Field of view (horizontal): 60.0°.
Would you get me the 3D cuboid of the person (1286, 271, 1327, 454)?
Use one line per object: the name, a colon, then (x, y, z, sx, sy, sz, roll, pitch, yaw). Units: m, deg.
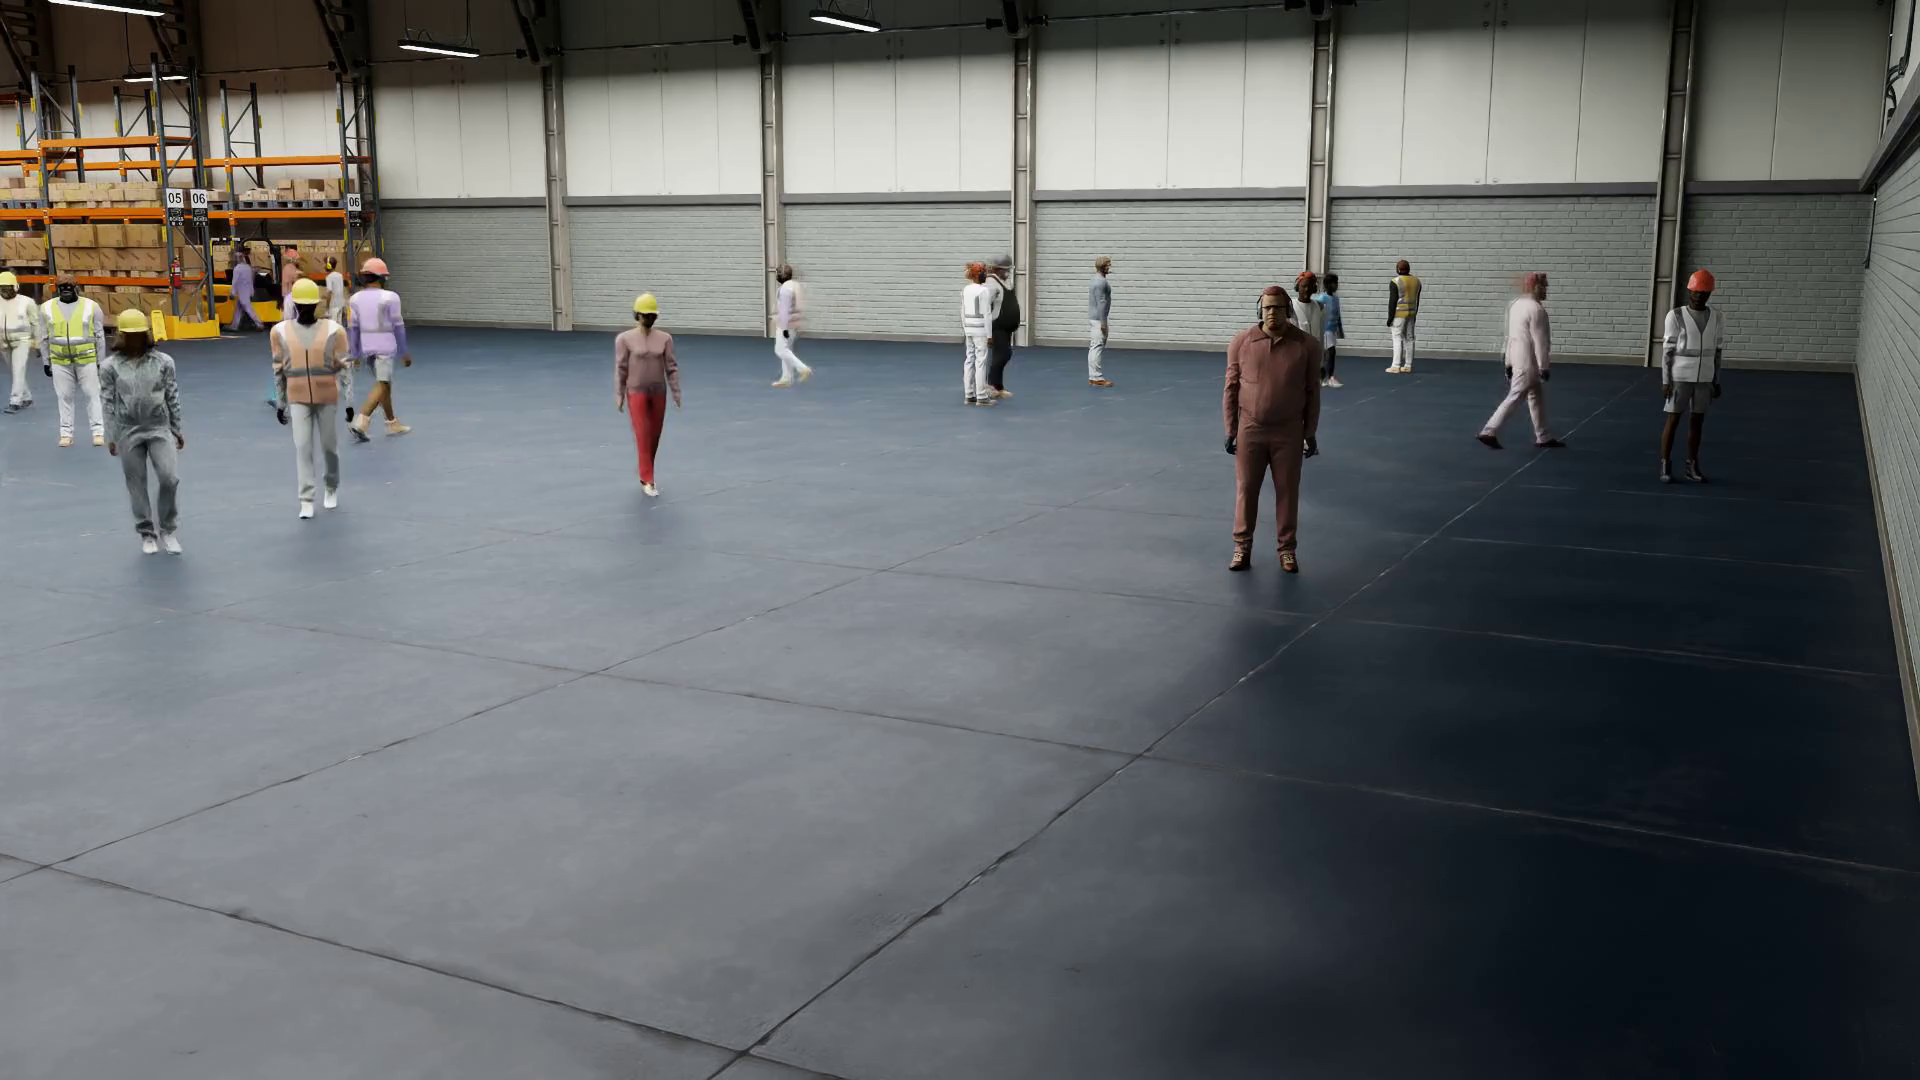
person: (3.493, -1.804, 17.014, 0.574, 1.881, 0.357, -5, 11, -23)

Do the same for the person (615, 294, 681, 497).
person: (-2.732, -1.267, 14.569, 0.538, 1.749, 0.770, -6, 12, -30)

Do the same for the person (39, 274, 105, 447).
person: (-9.440, -1.906, 17.710, 0.626, 1.835, 0.429, -3, 11, -17)

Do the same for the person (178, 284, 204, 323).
person: (-17.873, -5.613, 38.541, 0.811, 1.609, 0.518, 5, 12, 26)

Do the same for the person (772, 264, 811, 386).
person: (-2.507, -3.161, 24.578, 0.549, 1.824, 0.632, 2, 11, 10)

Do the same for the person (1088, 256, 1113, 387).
person: (2.084, -3.247, 24.728, 0.371, 1.940, 0.627, -1, 10, -3)

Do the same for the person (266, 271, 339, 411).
person: (-8.428, -2.508, 21.087, 0.923, 1.805, 0.574, -1, 10, -3)

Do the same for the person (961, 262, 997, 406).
person: (0.243, -2.717, 21.996, 0.355, 1.882, 0.576, -7, 13, -35)

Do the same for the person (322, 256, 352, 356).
person: (-11.419, -4.237, 30.328, 0.345, 1.869, 0.584, 2, 11, 9)

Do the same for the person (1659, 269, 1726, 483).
person: (6.633, -1.470, 15.047, 0.548, 1.934, 0.374, 0, 10, -1)

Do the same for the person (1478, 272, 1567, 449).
person: (5.925, -1.873, 17.463, 0.983, 1.864, 0.662, 0, 10, -1)

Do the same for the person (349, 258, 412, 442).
person: (-6.434, -2.093, 18.286, 0.607, 2.007, 1.002, 4, 11, 20)

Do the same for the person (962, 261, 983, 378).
person: (0.161, -3.450, 26.116, 0.482, 1.832, 0.539, 3, 11, 15)

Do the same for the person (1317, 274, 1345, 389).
person: (5.487, -3.058, 24.430, 0.715, 1.670, 0.541, 7, 13, 35)

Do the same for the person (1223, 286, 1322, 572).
person: (2.075, -0.734, 11.115, 0.644, 1.908, 0.408, 2, 11, 11)

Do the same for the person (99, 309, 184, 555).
person: (-5.695, -0.739, 11.614, 0.515, 1.722, 0.566, -6, 12, -31)

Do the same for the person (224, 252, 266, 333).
person: (-16.490, -5.687, 38.271, 0.996, 1.868, 0.650, 0, 10, -3)

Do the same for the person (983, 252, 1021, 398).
person: (0.577, -2.948, 22.817, 0.538, 2.000, 0.785, 4, 11, 21)

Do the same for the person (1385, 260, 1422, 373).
person: (7.228, -3.651, 27.209, 0.621, 1.840, 0.430, -5, 12, -27)

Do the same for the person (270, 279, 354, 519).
person: (-5.226, -1.157, 13.444, 0.600, 1.902, 0.796, -3, 11, -15)

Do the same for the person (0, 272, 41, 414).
person: (-12.078, -2.522, 21.205, 0.611, 1.786, 0.922, -1, 10, -4)

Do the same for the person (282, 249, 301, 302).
person: (-13.689, -5.017, 34.367, 1.008, 1.937, 0.642, 0, 10, 1)
